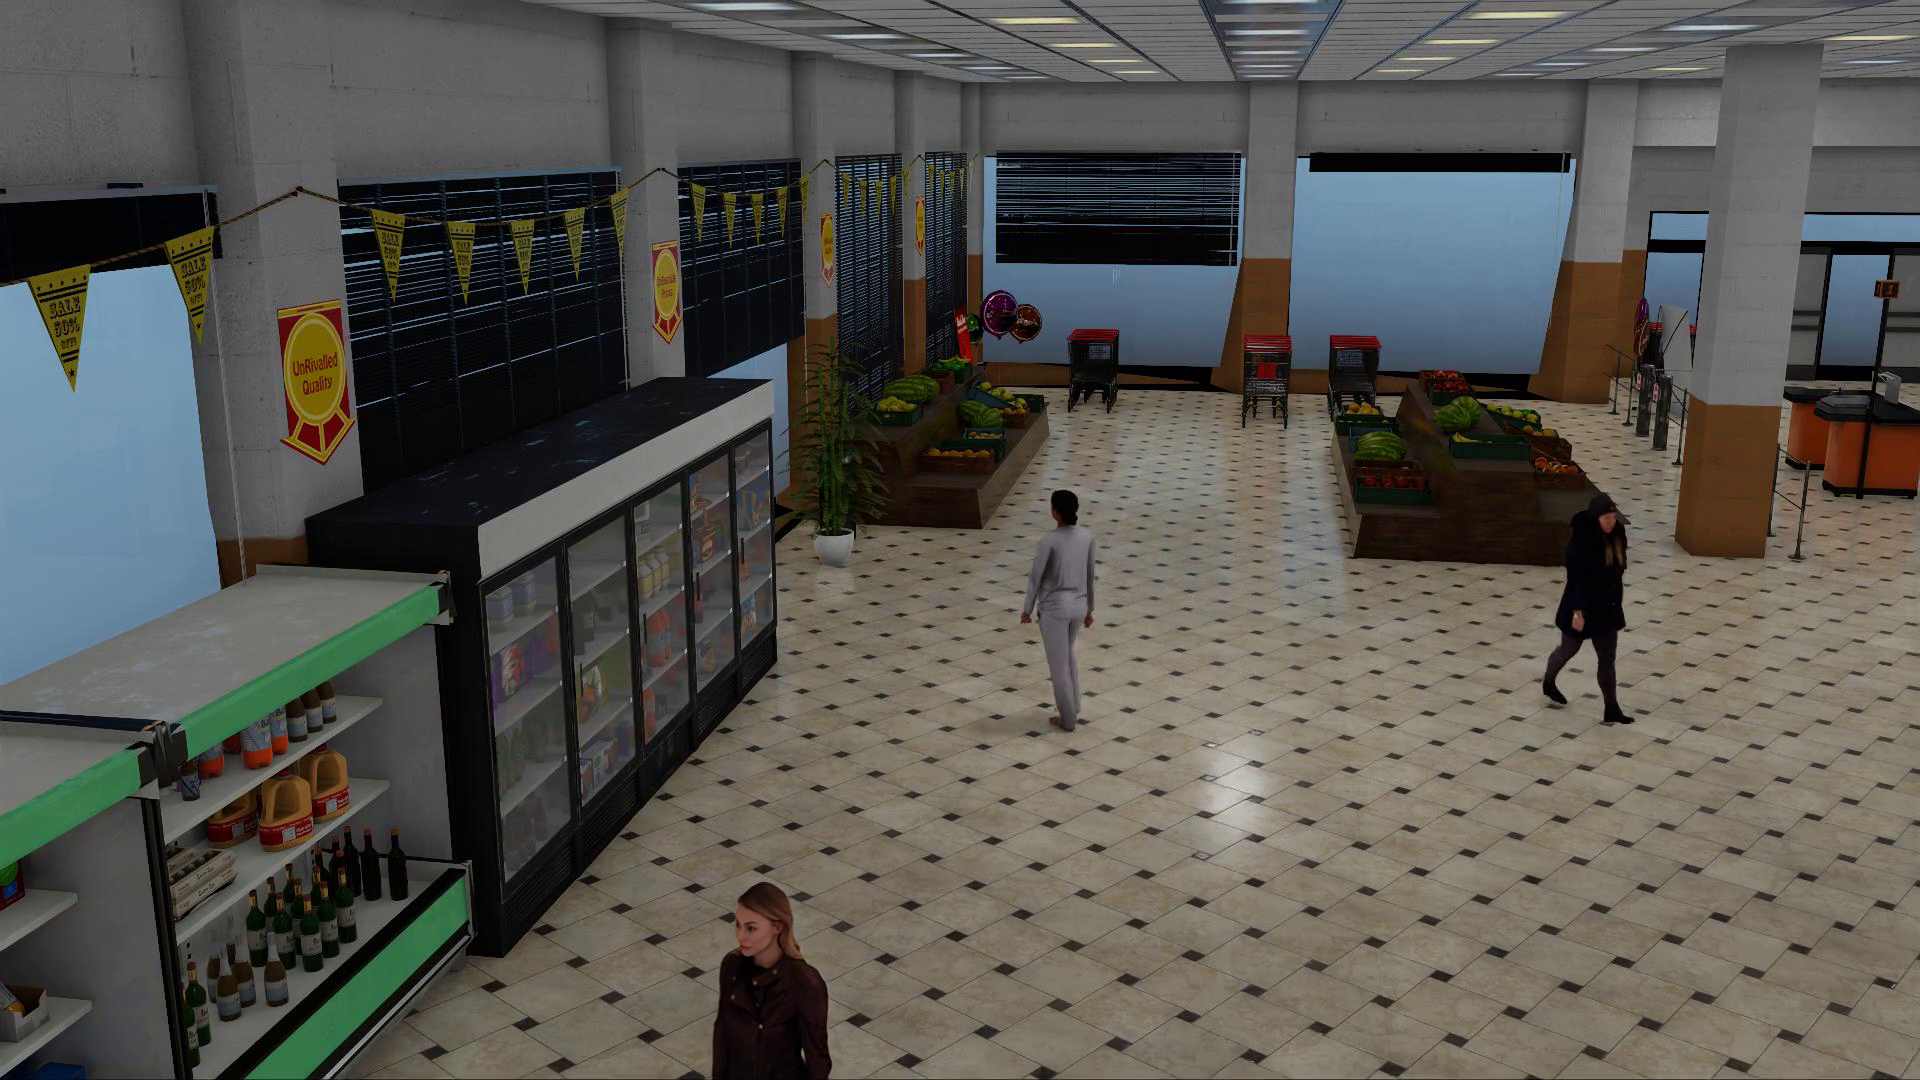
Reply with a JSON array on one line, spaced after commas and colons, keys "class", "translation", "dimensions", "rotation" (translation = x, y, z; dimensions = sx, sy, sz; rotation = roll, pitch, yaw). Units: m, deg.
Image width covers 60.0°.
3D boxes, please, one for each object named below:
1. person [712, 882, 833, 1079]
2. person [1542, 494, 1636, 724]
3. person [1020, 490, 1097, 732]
[{"class": "person", "translation": [-0.648, 1.978, 5.779], "dimensions": [0.665, 1.704, 0.612], "rotation": [8, 16, 28]}, {"class": "person", "translation": [4.511, 0.488, 12.075], "dimensions": [1.043, 1.633, 1.189], "rotation": [-6, 15, -24]}, {"class": "person", "translation": [0.780, 0.516, 11.768], "dimensions": [0.779, 1.722, 0.840], "rotation": [-10, 17, -34]}]
